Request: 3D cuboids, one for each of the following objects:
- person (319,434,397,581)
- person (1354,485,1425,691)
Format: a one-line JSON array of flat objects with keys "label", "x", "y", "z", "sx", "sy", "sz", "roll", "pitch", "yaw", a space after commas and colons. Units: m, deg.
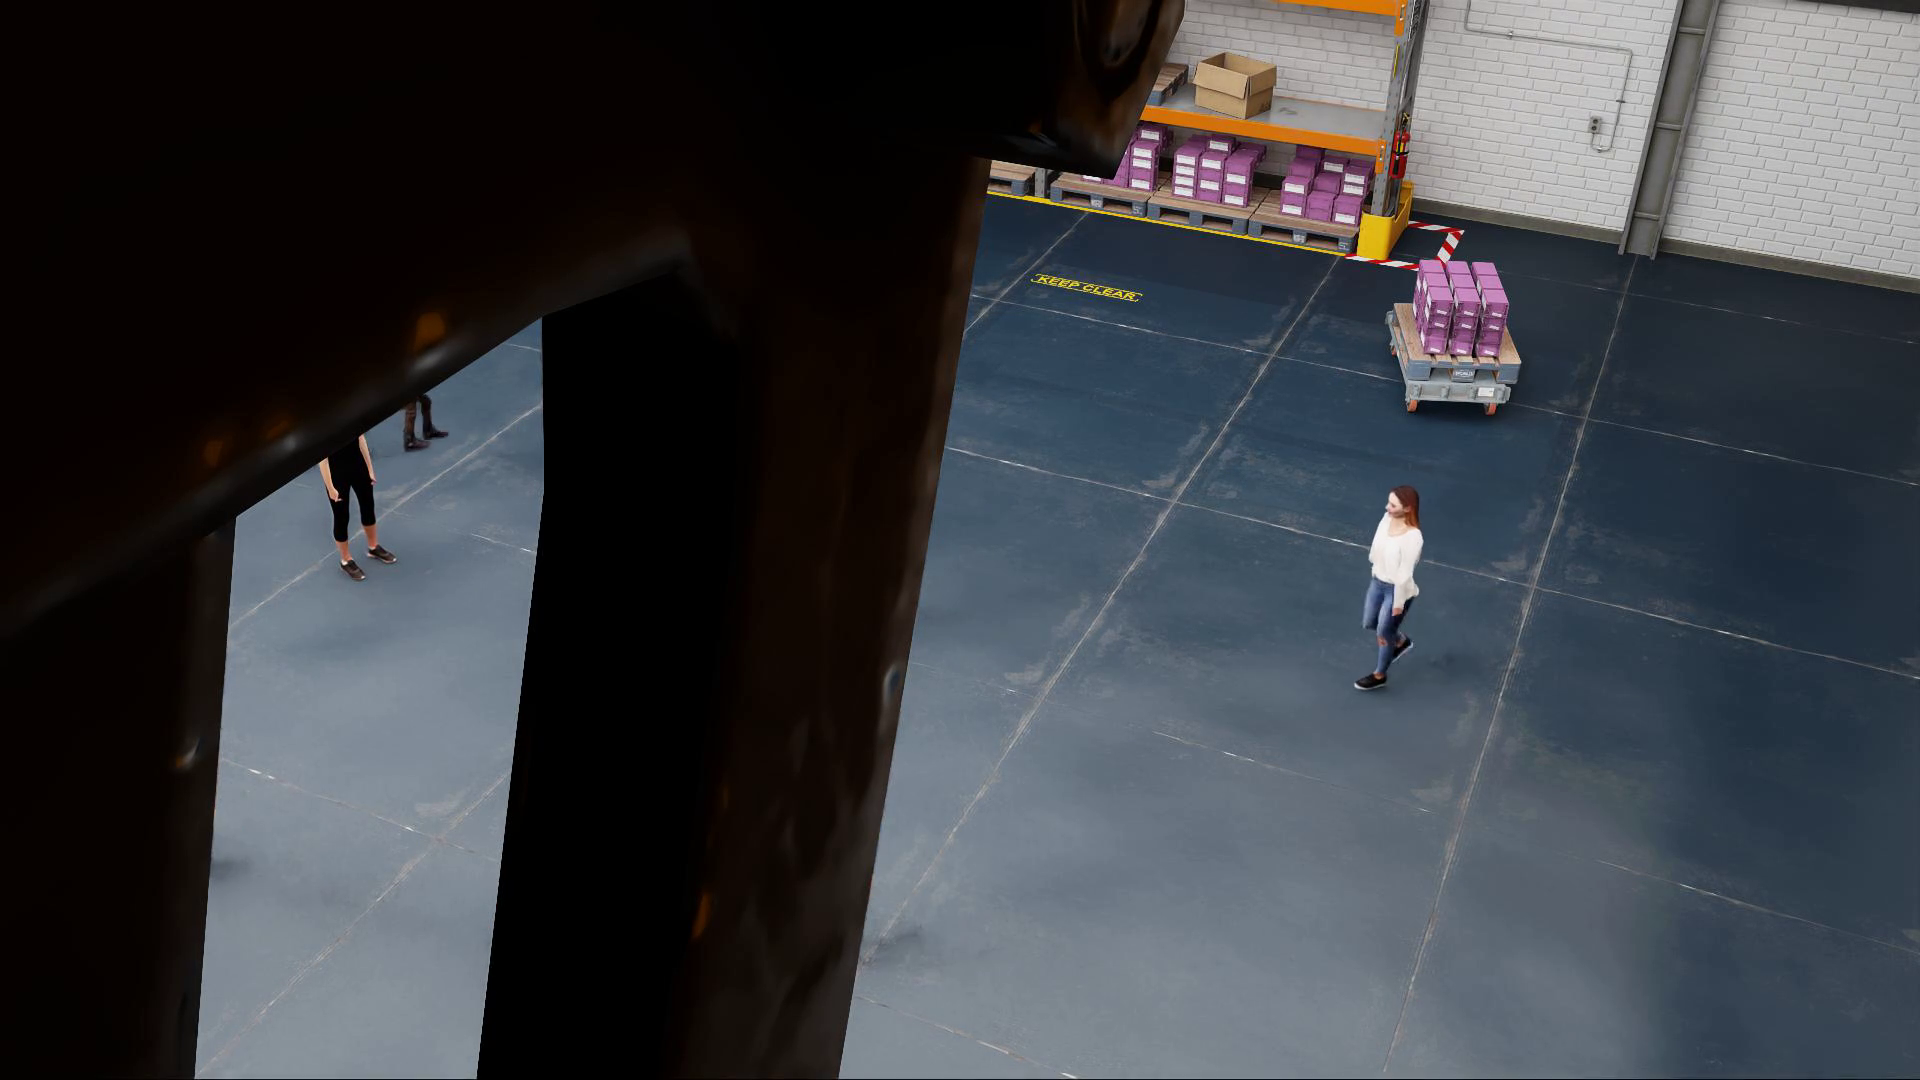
[{"label": "person", "x": -4.785, "y": -0.507, "z": 12.974, "sx": 0.584, "sy": 1.722, "sz": 0.606, "roll": 23, "pitch": 40, "yaw": 31}, {"label": "person", "x": 3.124, "y": 0.336, "z": 11.744, "sx": 0.894, "sy": 1.679, "sz": 0.834, "roll": -11, "pitch": 35, "yaw": -15}]
